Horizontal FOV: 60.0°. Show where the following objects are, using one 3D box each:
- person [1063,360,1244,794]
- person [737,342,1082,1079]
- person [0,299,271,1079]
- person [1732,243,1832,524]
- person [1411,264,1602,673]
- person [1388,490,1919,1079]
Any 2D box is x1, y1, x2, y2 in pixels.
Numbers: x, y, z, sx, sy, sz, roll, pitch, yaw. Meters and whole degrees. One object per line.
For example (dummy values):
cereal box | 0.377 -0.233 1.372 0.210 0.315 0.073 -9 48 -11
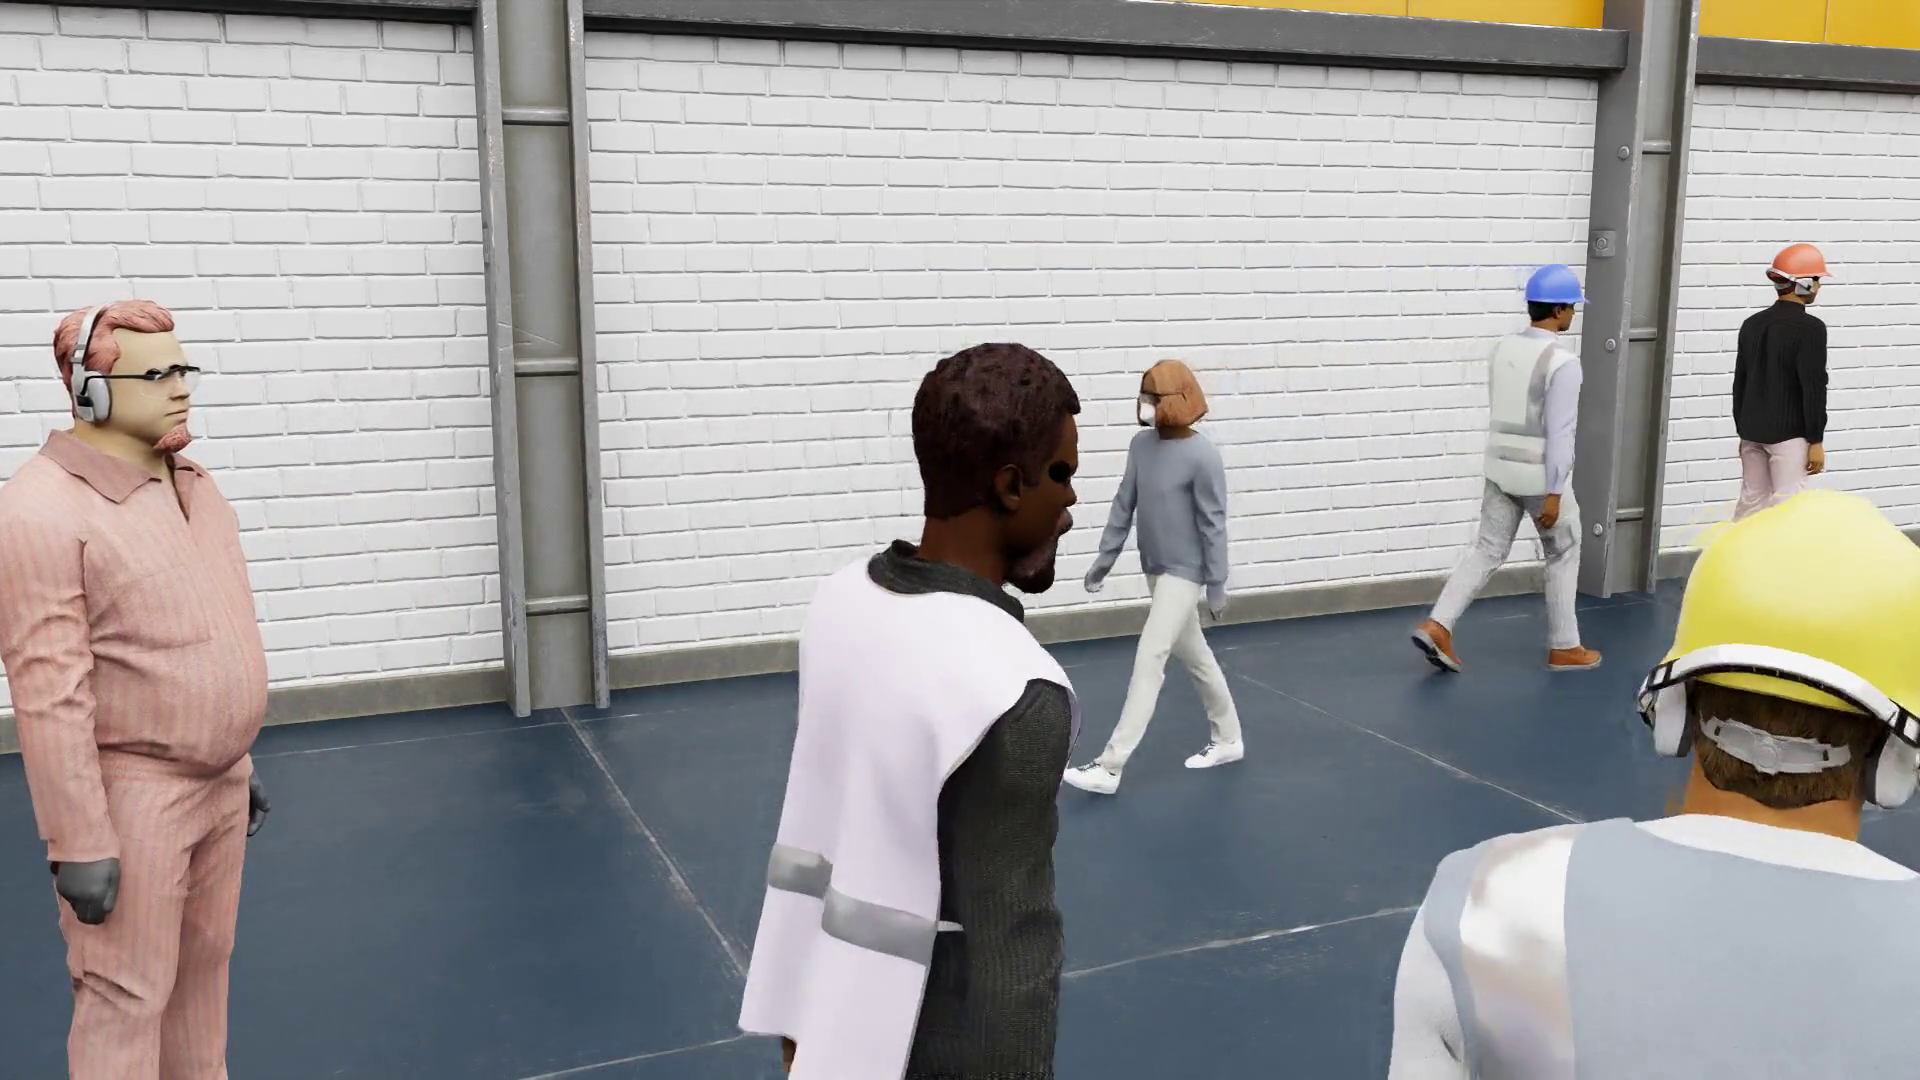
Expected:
person | 0.754 0.133 6.128 0.879 1.586 0.513 -5 11 -24
person | -0.111 0.690 2.201 0.574 1.893 0.636 -6 12 -28
person | -1.561 0.491 3.266 0.410 1.909 0.643 1 10 3
person | 4.347 -0.558 8.801 0.383 1.996 0.609 -2 11 -13
person | 2.565 -0.312 7.671 0.921 1.916 0.601 -4 11 -21
person | 0.671 0.861 1.525 0.645 1.800 0.549 4 11 23
